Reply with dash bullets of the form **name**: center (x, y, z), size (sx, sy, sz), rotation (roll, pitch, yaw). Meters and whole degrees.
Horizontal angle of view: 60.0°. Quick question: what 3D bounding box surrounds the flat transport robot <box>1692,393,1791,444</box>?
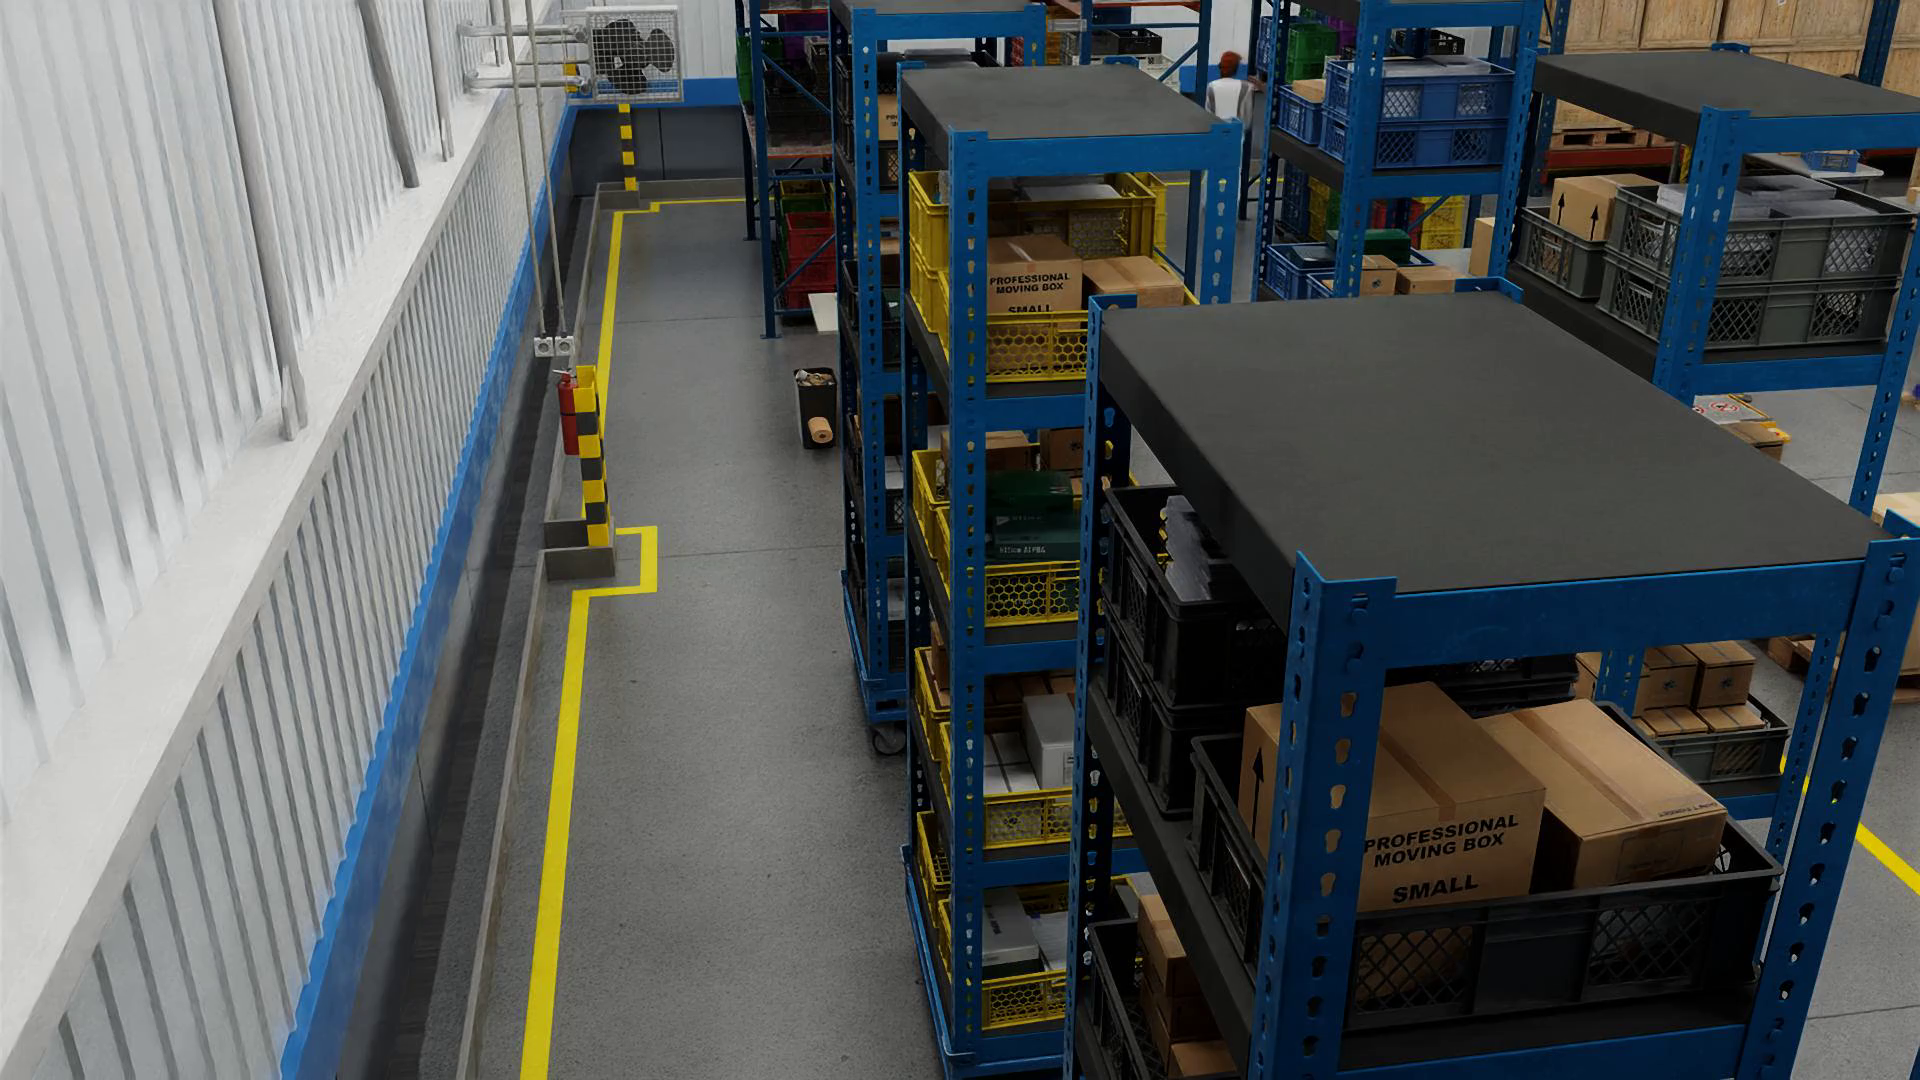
- **flat transport robot**: center (5.224, -0.859, 12.132), size (1.431, 0.197, 0.652), rotation (-4, 25, -8)

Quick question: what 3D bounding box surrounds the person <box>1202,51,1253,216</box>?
- **person**: center (2.817, -4.297, 17.764), size (0.555, 1.823, 0.935), rotation (4, 25, 9)

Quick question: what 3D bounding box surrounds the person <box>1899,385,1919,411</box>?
- **person**: center (7.351, -1.804, 12.101), size (0.698, 2.000, 0.838), rotation (-14, 28, -27)

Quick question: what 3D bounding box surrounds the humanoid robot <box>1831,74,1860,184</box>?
- **humanoid robot**: center (9.085, -4.002, 17.297), size (0.615, 1.657, 0.312), rotation (-15, 29, -29)

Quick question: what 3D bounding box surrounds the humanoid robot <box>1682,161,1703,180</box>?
- **humanoid robot**: center (7.378, -3.654, 16.538), size (0.317, 1.657, 0.597), rotation (6, 25, 12)
